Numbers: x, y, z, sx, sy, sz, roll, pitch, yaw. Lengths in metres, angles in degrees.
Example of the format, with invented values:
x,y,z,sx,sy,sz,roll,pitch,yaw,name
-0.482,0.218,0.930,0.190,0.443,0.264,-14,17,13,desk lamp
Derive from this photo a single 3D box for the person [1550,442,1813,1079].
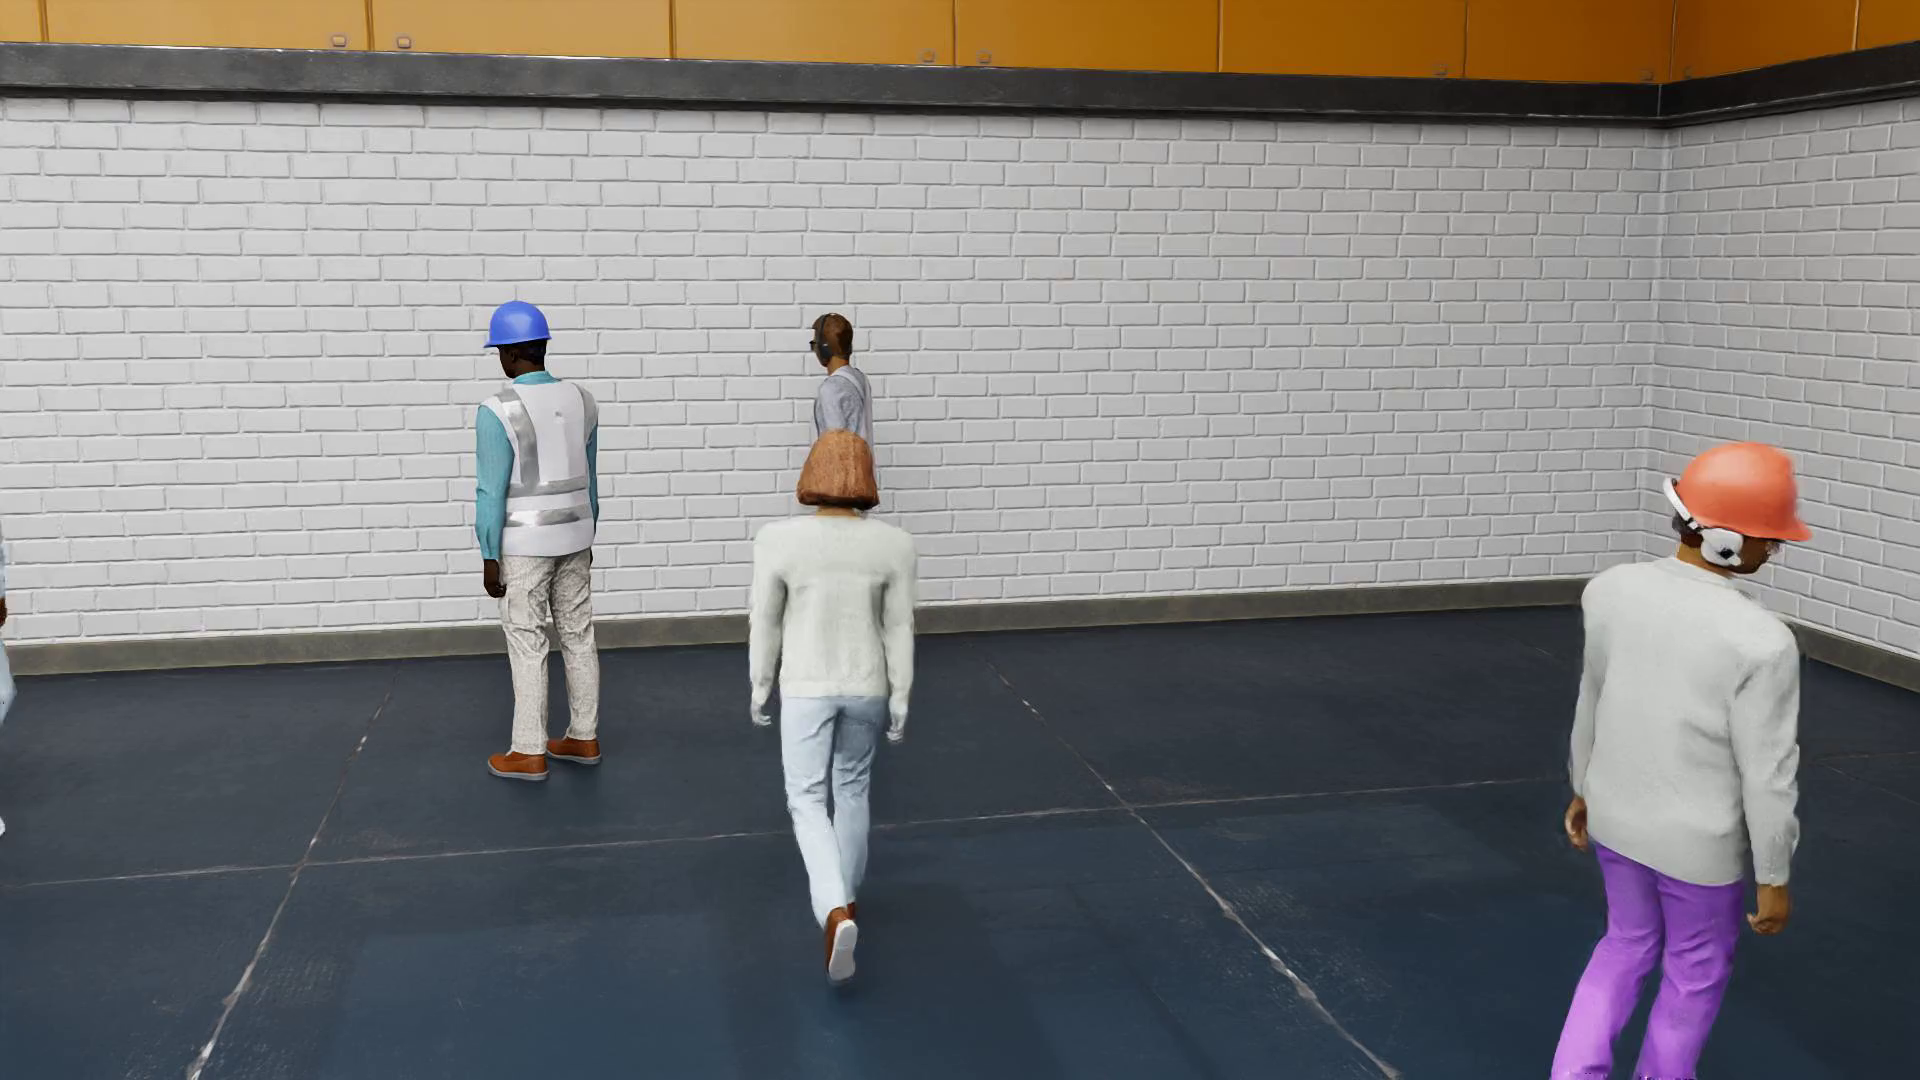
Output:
x,y,z,sx,sy,sz,roll,pitch,yaw,name
1.558,0.624,3.684,0.546,1.711,0.609,-4,10,-24,person

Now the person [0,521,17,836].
x,y,z,sx,sy,sz,roll,pitch,yaw,name
-3.585,0.190,5.758,0.436,1.895,0.621,5,11,30,person

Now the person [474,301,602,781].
x,y,z,sx,sy,sz,roll,pitch,yaw,name
-1.718,0.005,6.767,0.416,1.939,0.604,6,11,34,person

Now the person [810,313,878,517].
x,y,z,sx,sy,sz,roll,pitch,yaw,name
-0.604,-0.229,8.481,0.345,1.842,0.505,3,10,15,person

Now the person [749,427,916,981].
x,y,z,sx,sy,sz,roll,pitch,yaw,name
-0.362,0.467,4.971,0.497,1.601,0.747,-3,10,-16,person
